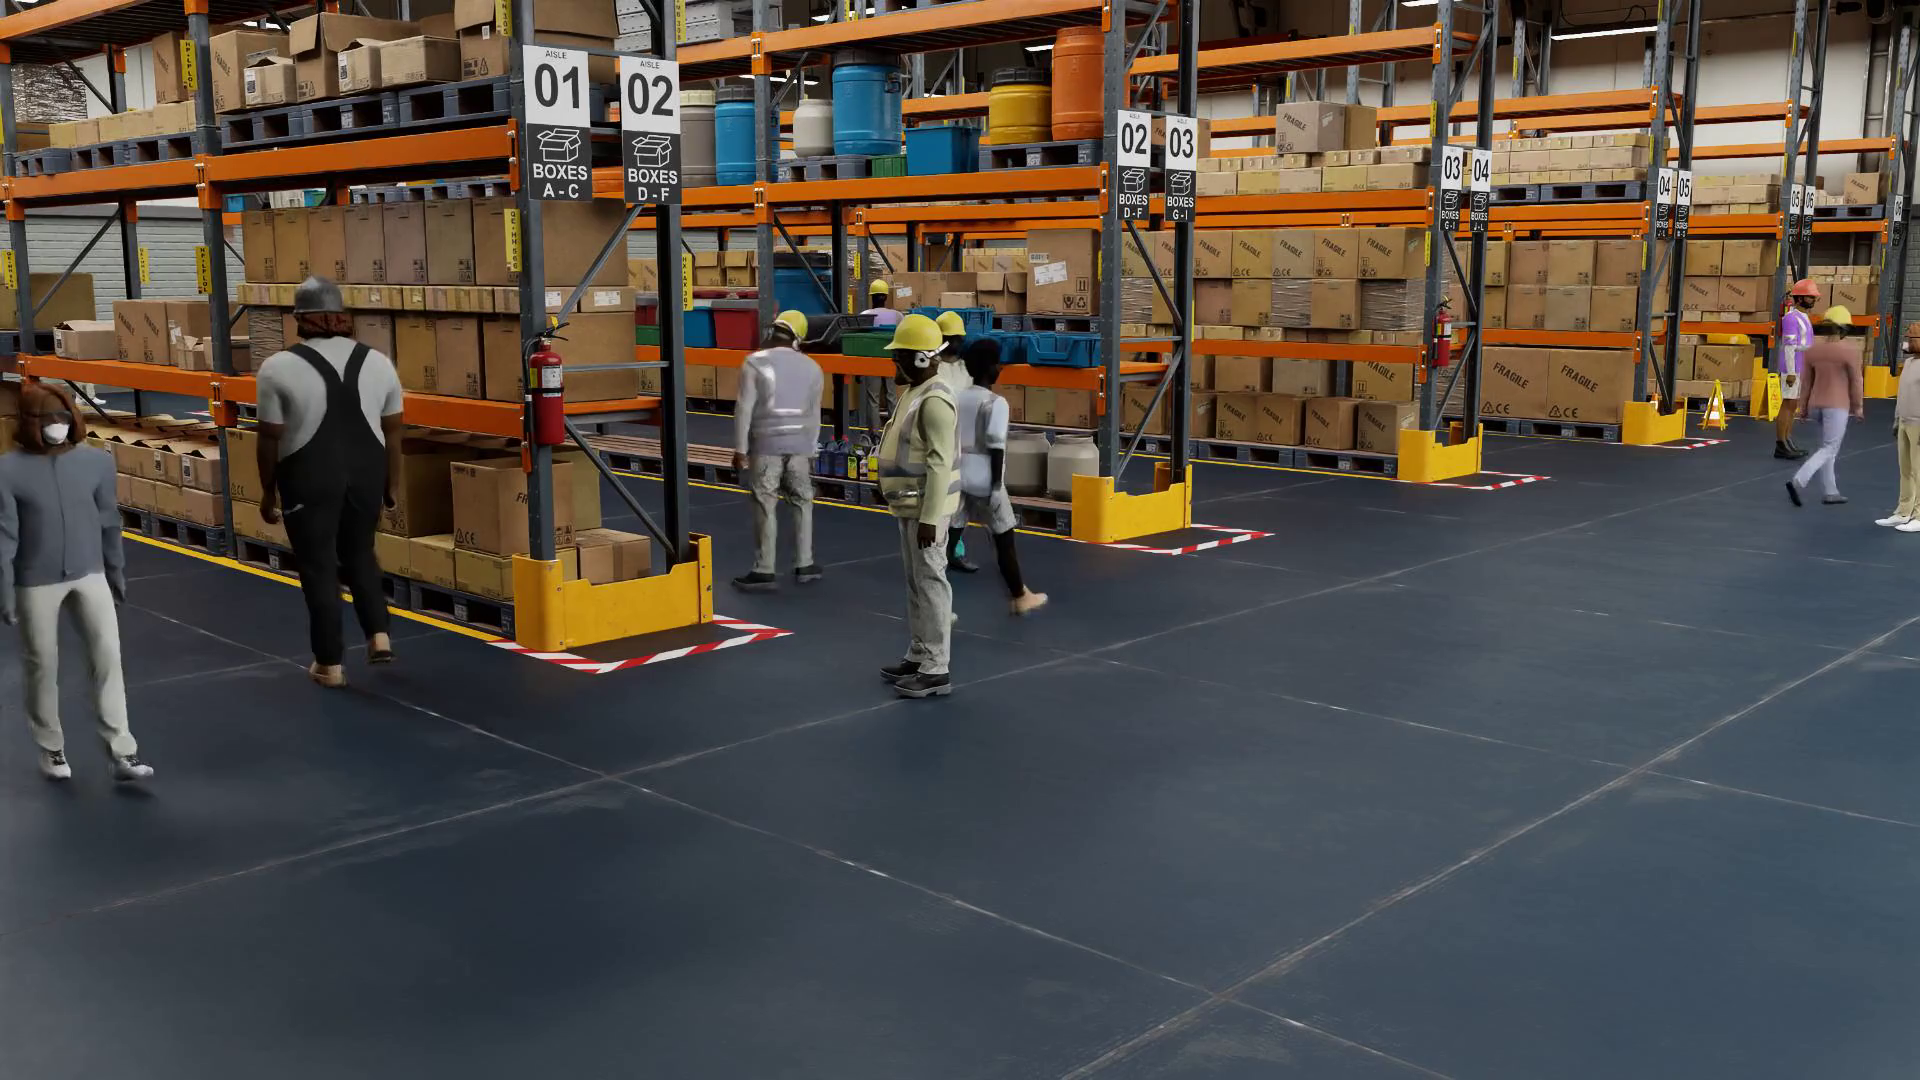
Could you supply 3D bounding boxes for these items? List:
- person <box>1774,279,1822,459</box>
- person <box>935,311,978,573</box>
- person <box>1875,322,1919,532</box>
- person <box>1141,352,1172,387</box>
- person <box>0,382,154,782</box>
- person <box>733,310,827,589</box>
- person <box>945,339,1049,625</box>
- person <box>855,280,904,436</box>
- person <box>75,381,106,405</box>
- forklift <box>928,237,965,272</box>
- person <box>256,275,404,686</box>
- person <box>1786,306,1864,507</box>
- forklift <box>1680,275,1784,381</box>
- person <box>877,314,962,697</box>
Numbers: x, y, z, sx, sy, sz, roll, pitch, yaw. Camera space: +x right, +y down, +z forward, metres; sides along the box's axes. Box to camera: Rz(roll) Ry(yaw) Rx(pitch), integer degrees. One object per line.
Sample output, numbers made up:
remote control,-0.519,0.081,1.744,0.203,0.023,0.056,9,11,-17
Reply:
person,9.129,-1.864,18.120,0.360,1.939,0.543,8,12,39
person,-0.078,-0.650,11.209,0.522,1.769,0.312,-7,11,-35
person,7.497,-0.890,13.082,0.281,1.634,0.498,1,9,5
person,2.511,-2.300,20.517,0.644,2.028,0.421,-9,13,-43
person,-3.503,0.192,6.545,0.521,1.602,0.770,-9,13,-44
person,-1.184,-0.592,10.815,0.662,1.783,0.407,-7,12,-36
person,0.118,-0.336,9.619,0.868,1.649,0.541,-8,12,-41
person,-0.909,-1.961,18.754,0.595,1.925,0.374,-5,10,-26
person,-13.286,-2.988,25.269,0.517,1.865,0.325,4,10,24
forklift,-0.326,-5.817,39.609,1.129,2.768,1.873,9,13,43
person,-3.149,-0.286,8.264,0.685,2.000,0.539,-9,13,-42
person,7.473,-1.154,14.379,0.804,1.739,0.521,-4,10,-22
forklift,12.480,-3.427,27.053,1.214,2.155,2.313,9,13,43
person,-0.200,-0.172,8.076,0.403,1.833,0.590,-2,9,-13
